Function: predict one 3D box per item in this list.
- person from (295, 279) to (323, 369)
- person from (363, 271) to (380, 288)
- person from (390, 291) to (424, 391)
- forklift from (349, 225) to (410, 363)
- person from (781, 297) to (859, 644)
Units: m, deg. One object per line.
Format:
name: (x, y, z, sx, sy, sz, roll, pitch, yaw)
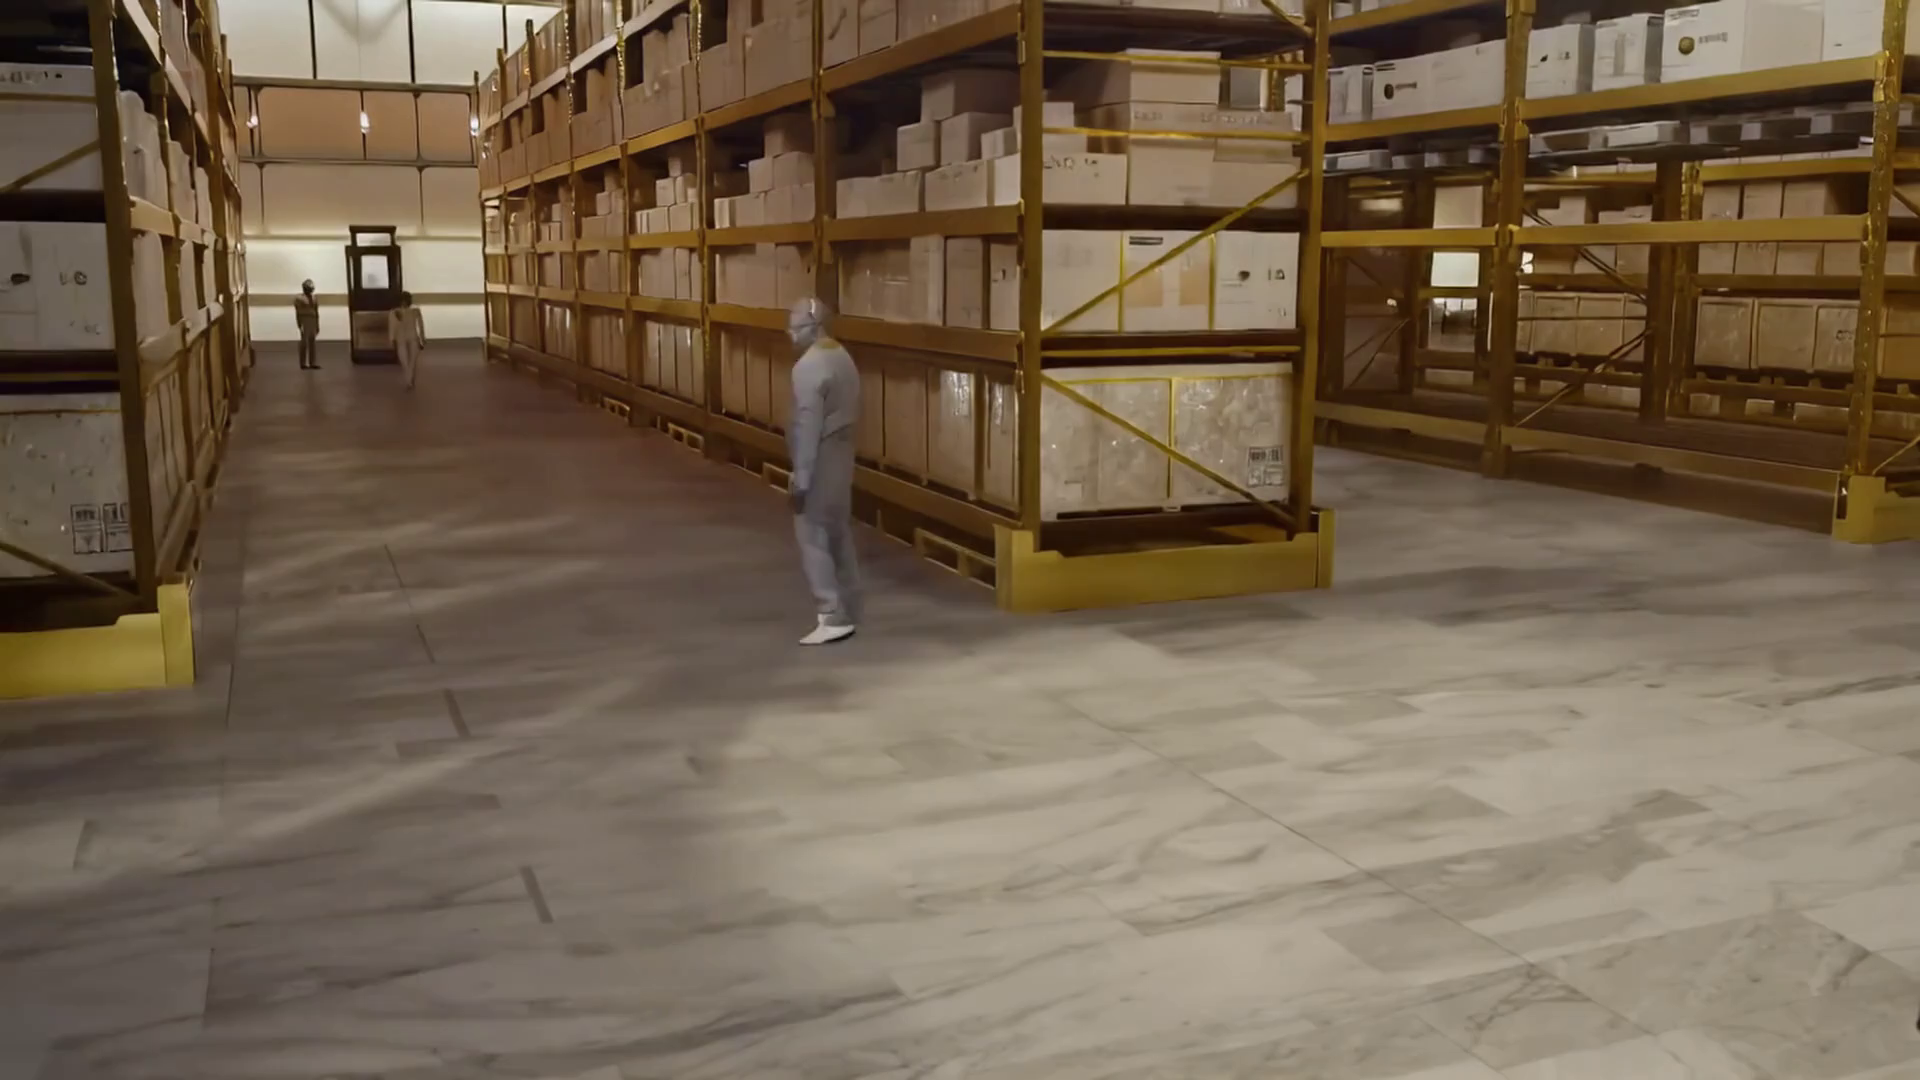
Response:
person: (-12.648, -4.185, 32.329, 0.354, 1.744, 0.565, 4, 10, 20)
person: (-12.601, -4.812, 35.604, 0.432, 1.894, 0.654, -4, 10, -25)
person: (-9.005, -3.244, 27.068, 0.521, 1.623, 0.634, -4, 10, -23)
forklift: (-12.068, -5.099, 34.403, 1.129, 2.768, 1.873, -4, 10, -22)
person: (-0.752, -0.372, 9.112, 0.423, 1.883, 0.761, 4, 10, 21)
